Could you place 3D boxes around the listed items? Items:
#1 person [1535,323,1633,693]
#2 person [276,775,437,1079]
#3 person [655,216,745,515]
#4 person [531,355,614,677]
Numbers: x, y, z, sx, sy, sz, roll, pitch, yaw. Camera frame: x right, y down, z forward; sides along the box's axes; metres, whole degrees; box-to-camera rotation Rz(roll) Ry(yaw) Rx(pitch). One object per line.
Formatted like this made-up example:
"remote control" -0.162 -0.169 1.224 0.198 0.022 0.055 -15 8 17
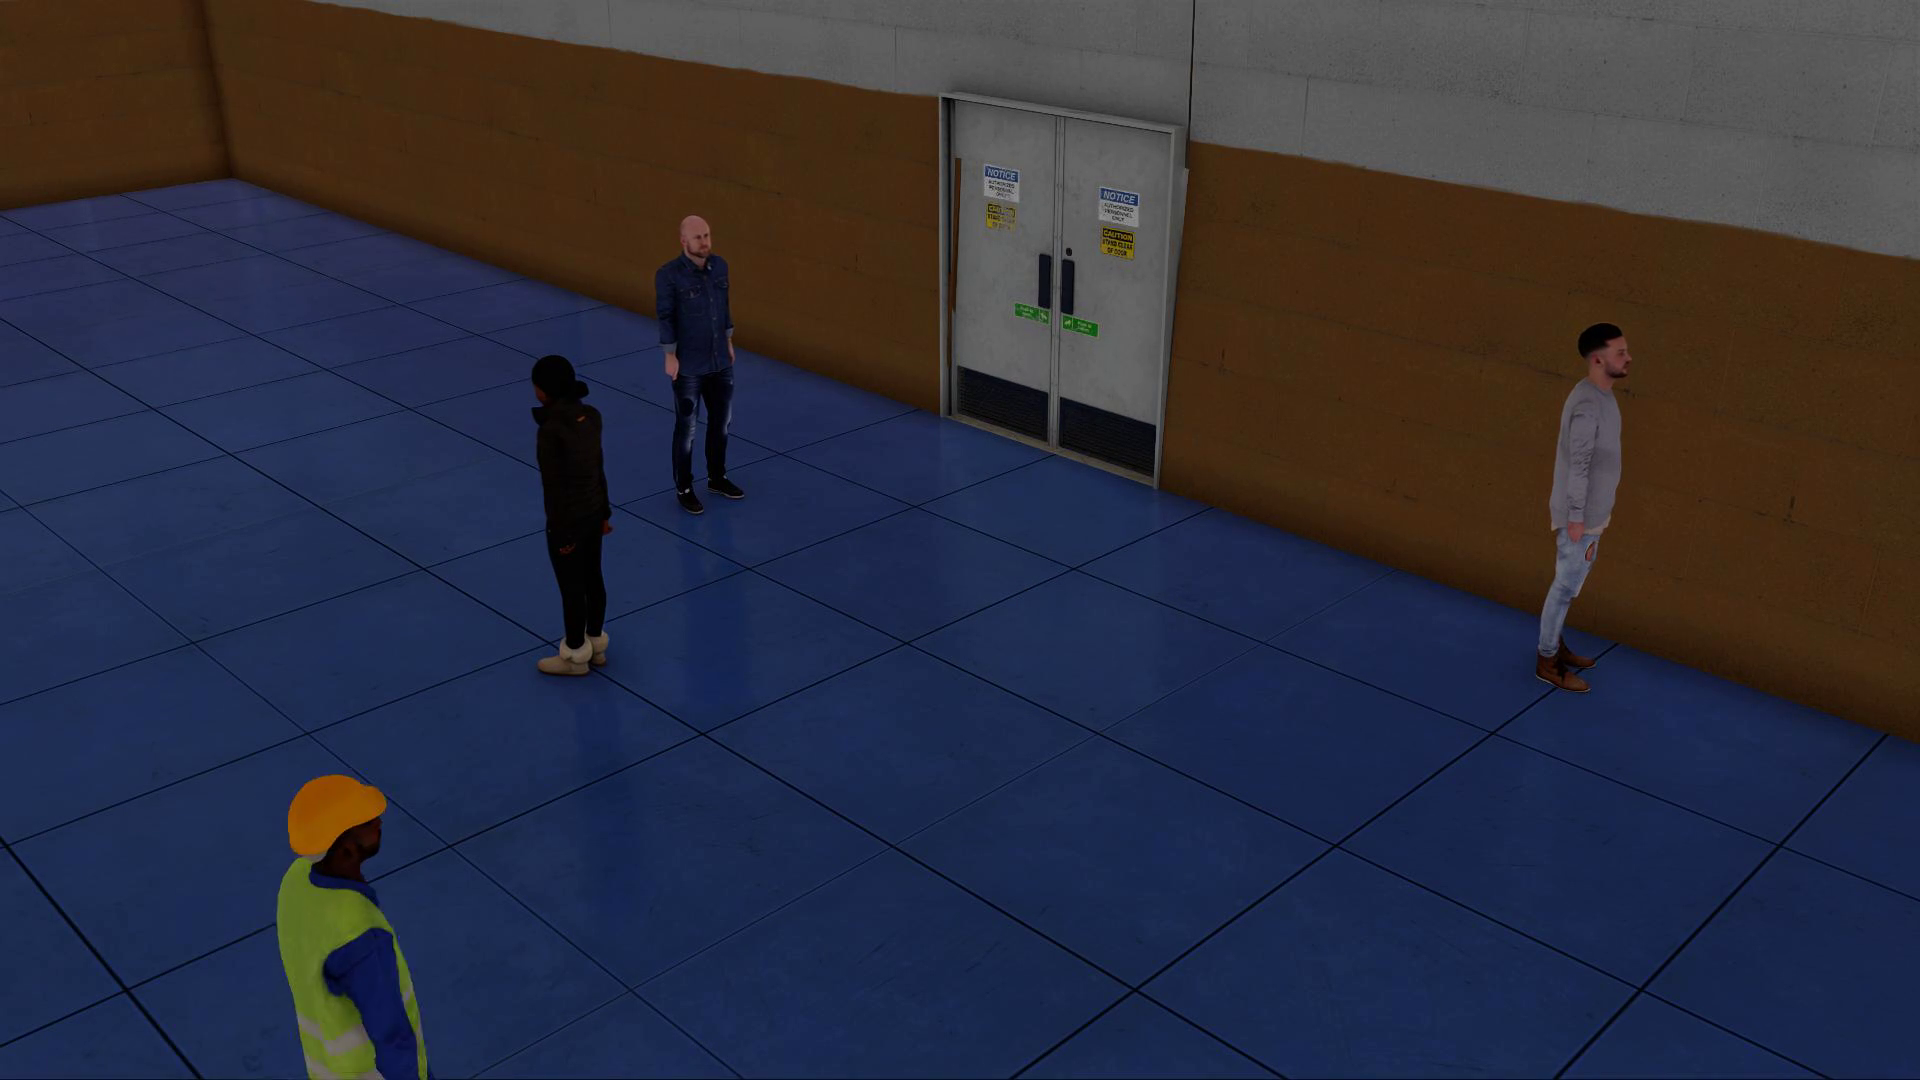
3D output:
"person" 3.041 -0.175 8.132 0.813 1.840 0.633 11 26 23
"person" -1.657 1.448 4.479 1.011 1.795 0.685 -19 30 -37
"person" -1.595 -1.094 10.252 0.783 1.824 0.509 20 31 38
"person" -1.887 -0.104 8.195 0.719 1.660 0.649 1 24 2
